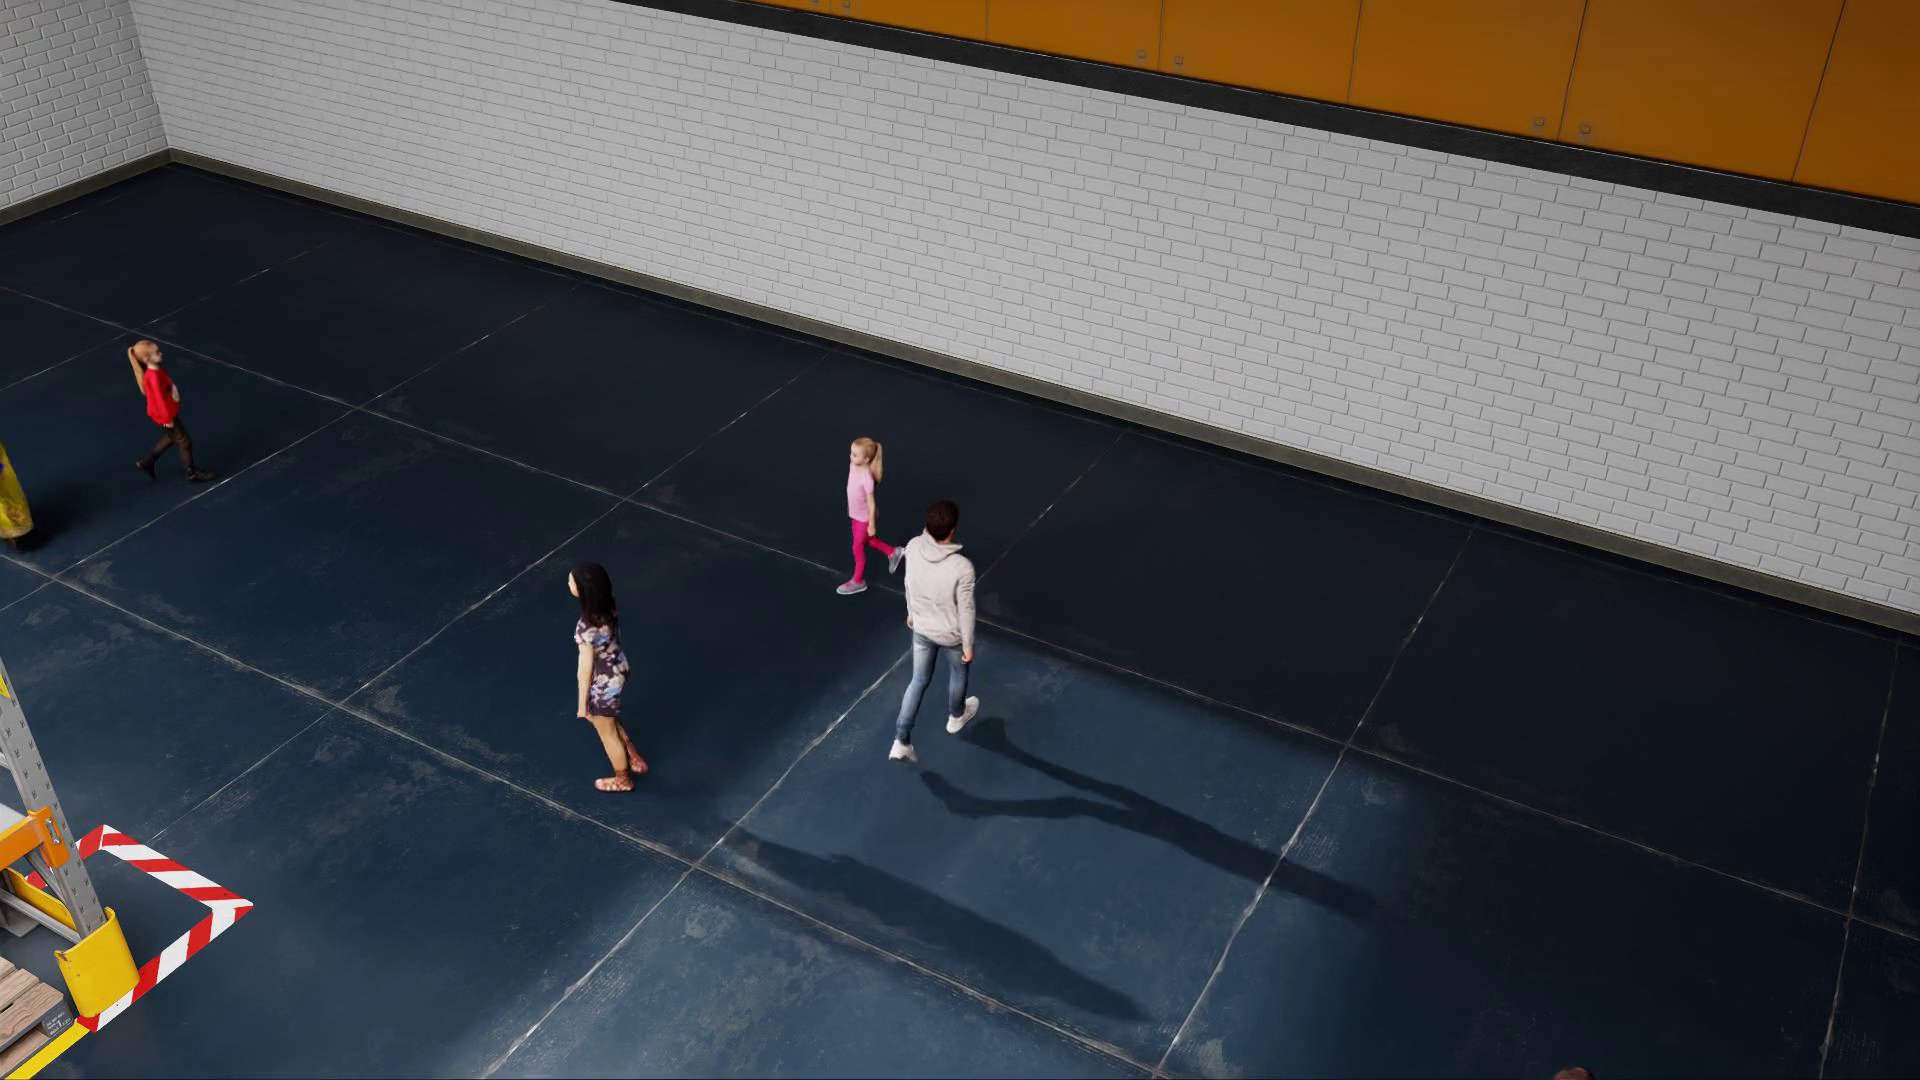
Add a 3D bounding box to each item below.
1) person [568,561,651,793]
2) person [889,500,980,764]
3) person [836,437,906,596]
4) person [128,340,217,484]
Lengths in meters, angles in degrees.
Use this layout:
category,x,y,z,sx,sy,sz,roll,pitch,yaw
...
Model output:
category,x,y,z,sx,sy,sz,roll,pitch,yaw
person,-2.057,0.859,9.961,0.788,1.726,0.691,4,34,6
person,-0.186,0.599,10.263,0.674,1.824,1.160,17,37,24
person,-0.649,-0.200,11.975,0.851,1.259,0.755,-13,36,-19
person,-6.342,-0.996,13.164,0.849,1.269,0.716,-17,37,-23
